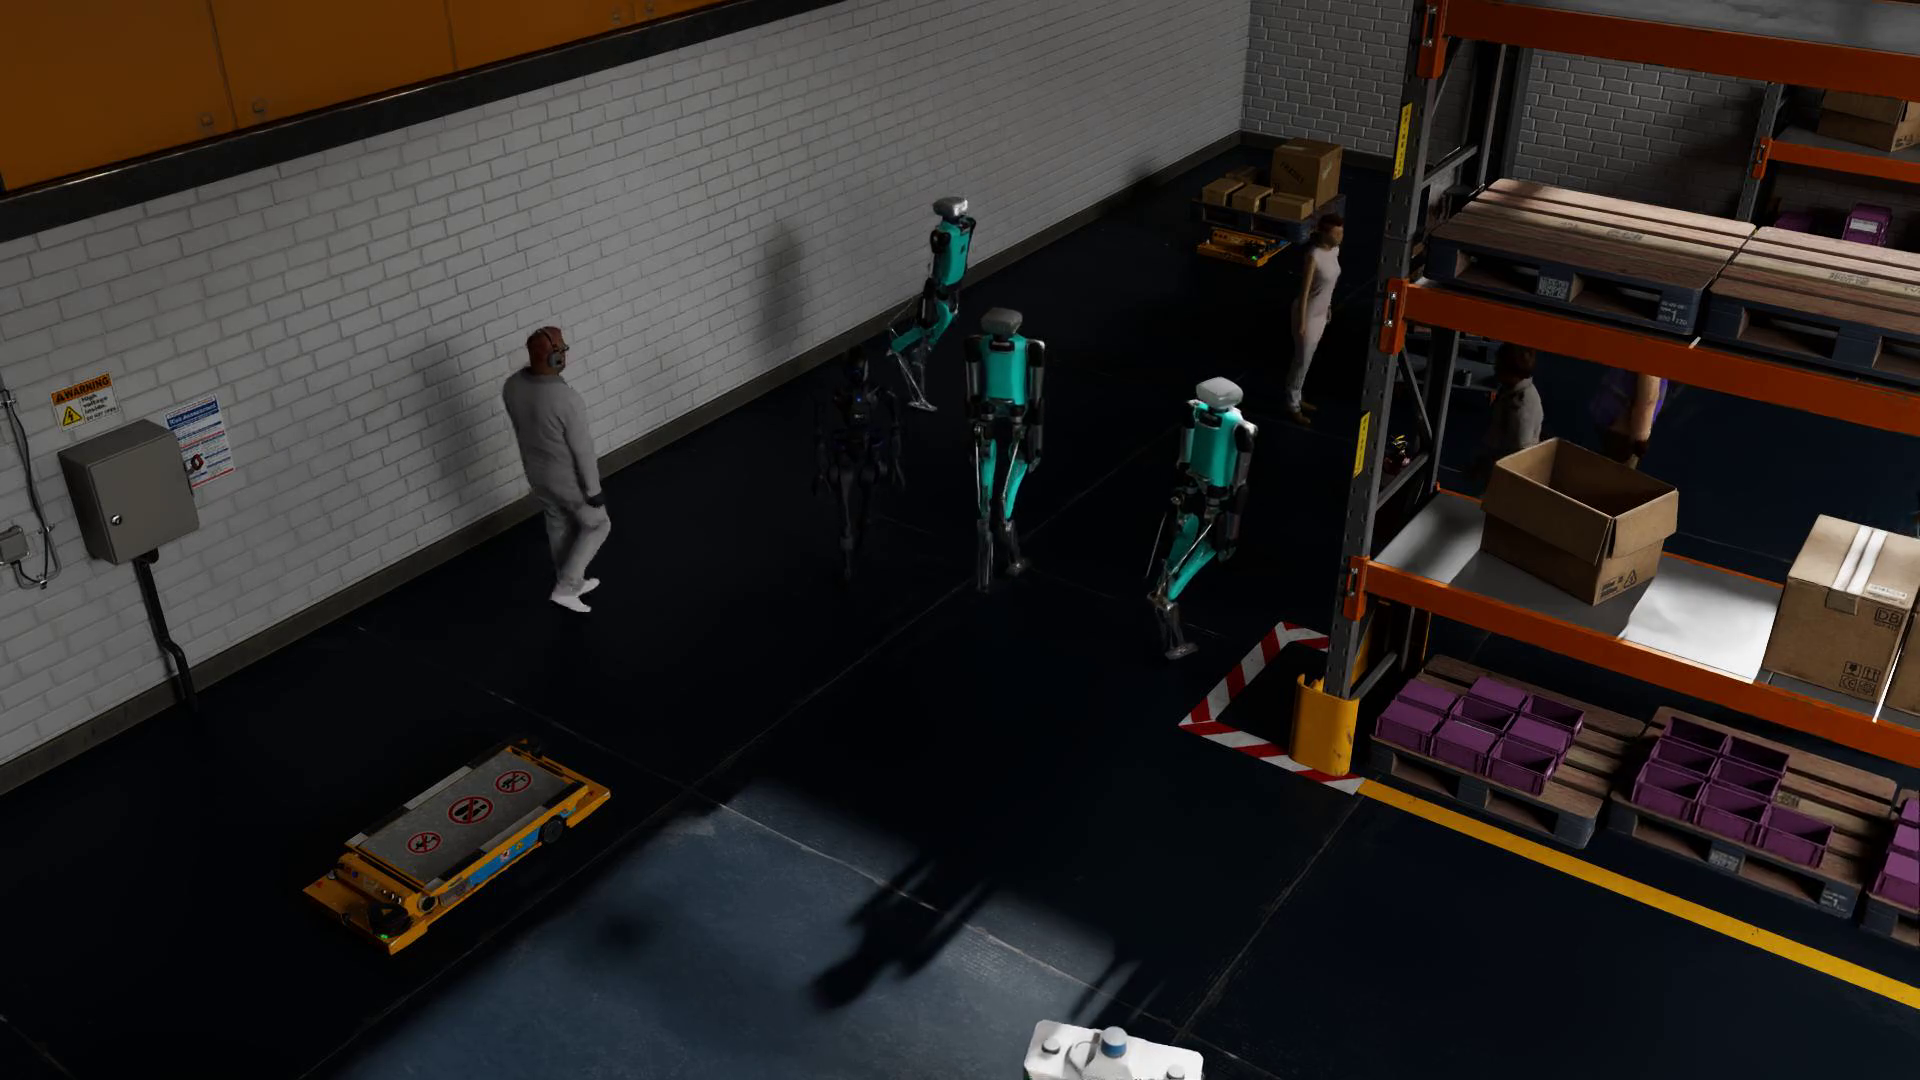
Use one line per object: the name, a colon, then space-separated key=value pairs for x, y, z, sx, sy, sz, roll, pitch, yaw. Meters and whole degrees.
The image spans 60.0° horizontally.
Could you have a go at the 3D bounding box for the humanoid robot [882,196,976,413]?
humanoid robot: x=-0.283 y=-1.721 z=12.667 sx=0.760 sy=1.882 sz=0.546 roll=15 pitch=33 yaw=24

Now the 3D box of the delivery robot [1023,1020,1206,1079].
delivery robot: x=0.657 y=2.270 z=6.835 sx=0.785 sy=0.614 sz=0.510 roll=8 pitch=31 yaw=14

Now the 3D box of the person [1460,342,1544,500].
person: x=3.222 y=-0.391 z=10.197 sx=0.938 sy=1.783 sz=0.532 roll=8 pitch=31 yaw=14

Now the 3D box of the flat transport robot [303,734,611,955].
flat transport robot: x=-2.526 y=1.502 z=8.434 sx=0.659 sy=0.231 sz=1.431 roll=19 pitch=35 yaw=30

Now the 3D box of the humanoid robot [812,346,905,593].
humanoid robot: x=-0.650 y=-0.499 z=10.546 sx=0.599 sy=1.638 sz=0.728 roll=-6 pitch=30 yaw=-10

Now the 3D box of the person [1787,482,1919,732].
person: x=4.955 y=0.403 z=8.868 sx=0.787 sy=1.744 sz=0.495 roll=19 pitch=35 yaw=29

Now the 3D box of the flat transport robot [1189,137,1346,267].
flat transport robot: x=2.944 y=-3.013 z=16.266 sx=0.659 sy=0.231 sz=1.431 roll=19 pitch=35 yaw=30

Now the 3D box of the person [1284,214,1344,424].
person: x=2.670 y=-1.689 z=12.597 sx=0.404 sy=1.643 sz=0.447 roll=22 pitch=37 yaw=33

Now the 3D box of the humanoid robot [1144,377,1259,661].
humanoid robot: x=1.274 y=0.010 z=9.631 sx=0.751 sy=1.862 sz=0.538 roll=-22 pitch=37 yaw=-34

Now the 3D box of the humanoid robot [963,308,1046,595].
humanoid robot: x=0.212 y=-0.460 z=10.481 sx=0.560 sy=1.889 sz=0.803 roll=9 pitch=31 yaw=15

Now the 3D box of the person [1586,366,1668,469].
person: x=4.285 y=-0.774 z=10.766 sx=0.421 sy=1.897 sz=0.581 roll=3 pitch=30 yaw=5

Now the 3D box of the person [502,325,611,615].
person: x=-2.427 y=-0.401 z=10.113 sx=0.660 sy=1.897 sz=0.472 roll=18 pitch=35 yaw=29
